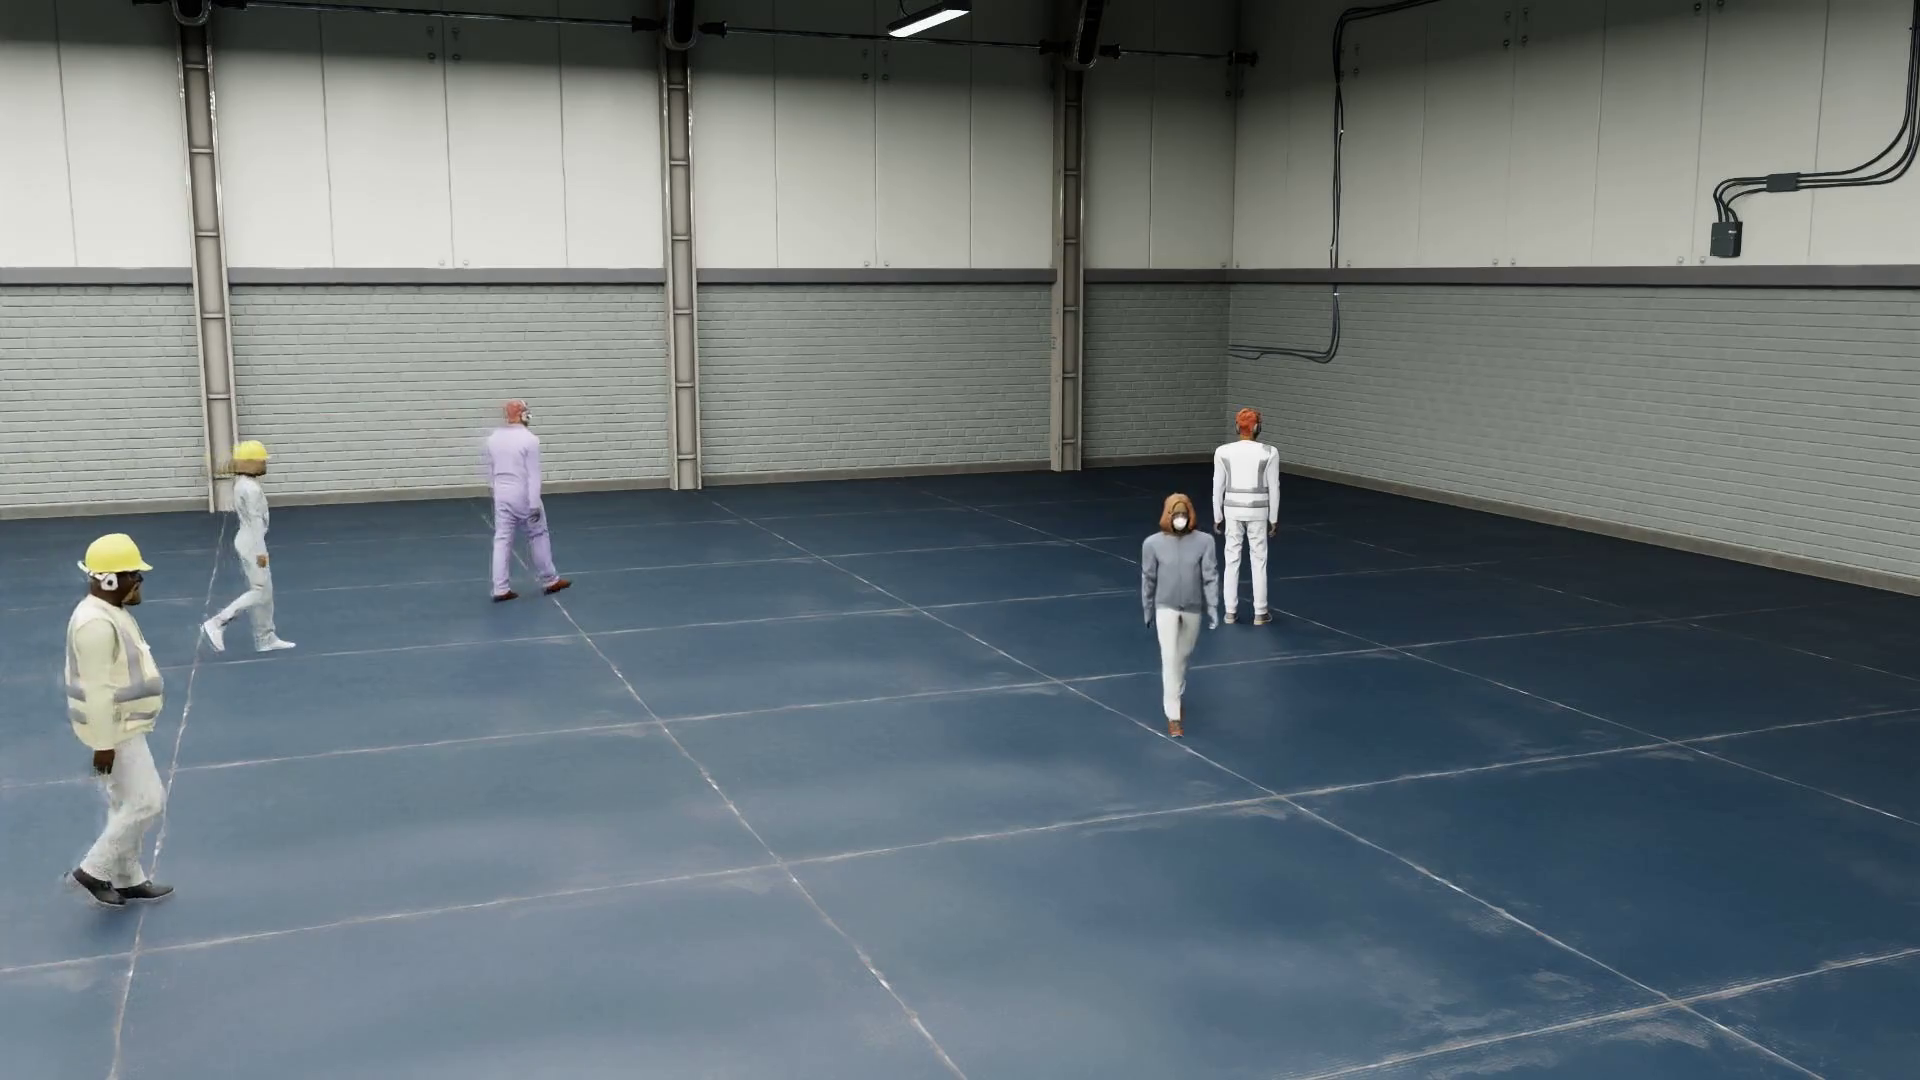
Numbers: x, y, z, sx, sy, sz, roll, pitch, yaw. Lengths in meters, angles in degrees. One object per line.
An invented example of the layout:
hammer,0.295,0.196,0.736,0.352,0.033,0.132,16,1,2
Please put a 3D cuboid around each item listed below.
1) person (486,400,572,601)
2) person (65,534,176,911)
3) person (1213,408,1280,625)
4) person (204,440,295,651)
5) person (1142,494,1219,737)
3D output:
person,-4.096,-0.388,15.681,0.665,1.862,0.940,5,10,27
person,-3.982,0.875,7.888,0.416,1.820,0.603,-3,10,-21
person,2.488,-0.200,14.461,0.574,1.886,0.361,3,10,19
person,-5.705,0.064,13.277,0.595,1.725,0.498,-5,10,-28
person,1.473,0.465,11.217,0.497,1.589,0.872,0,9,-2
